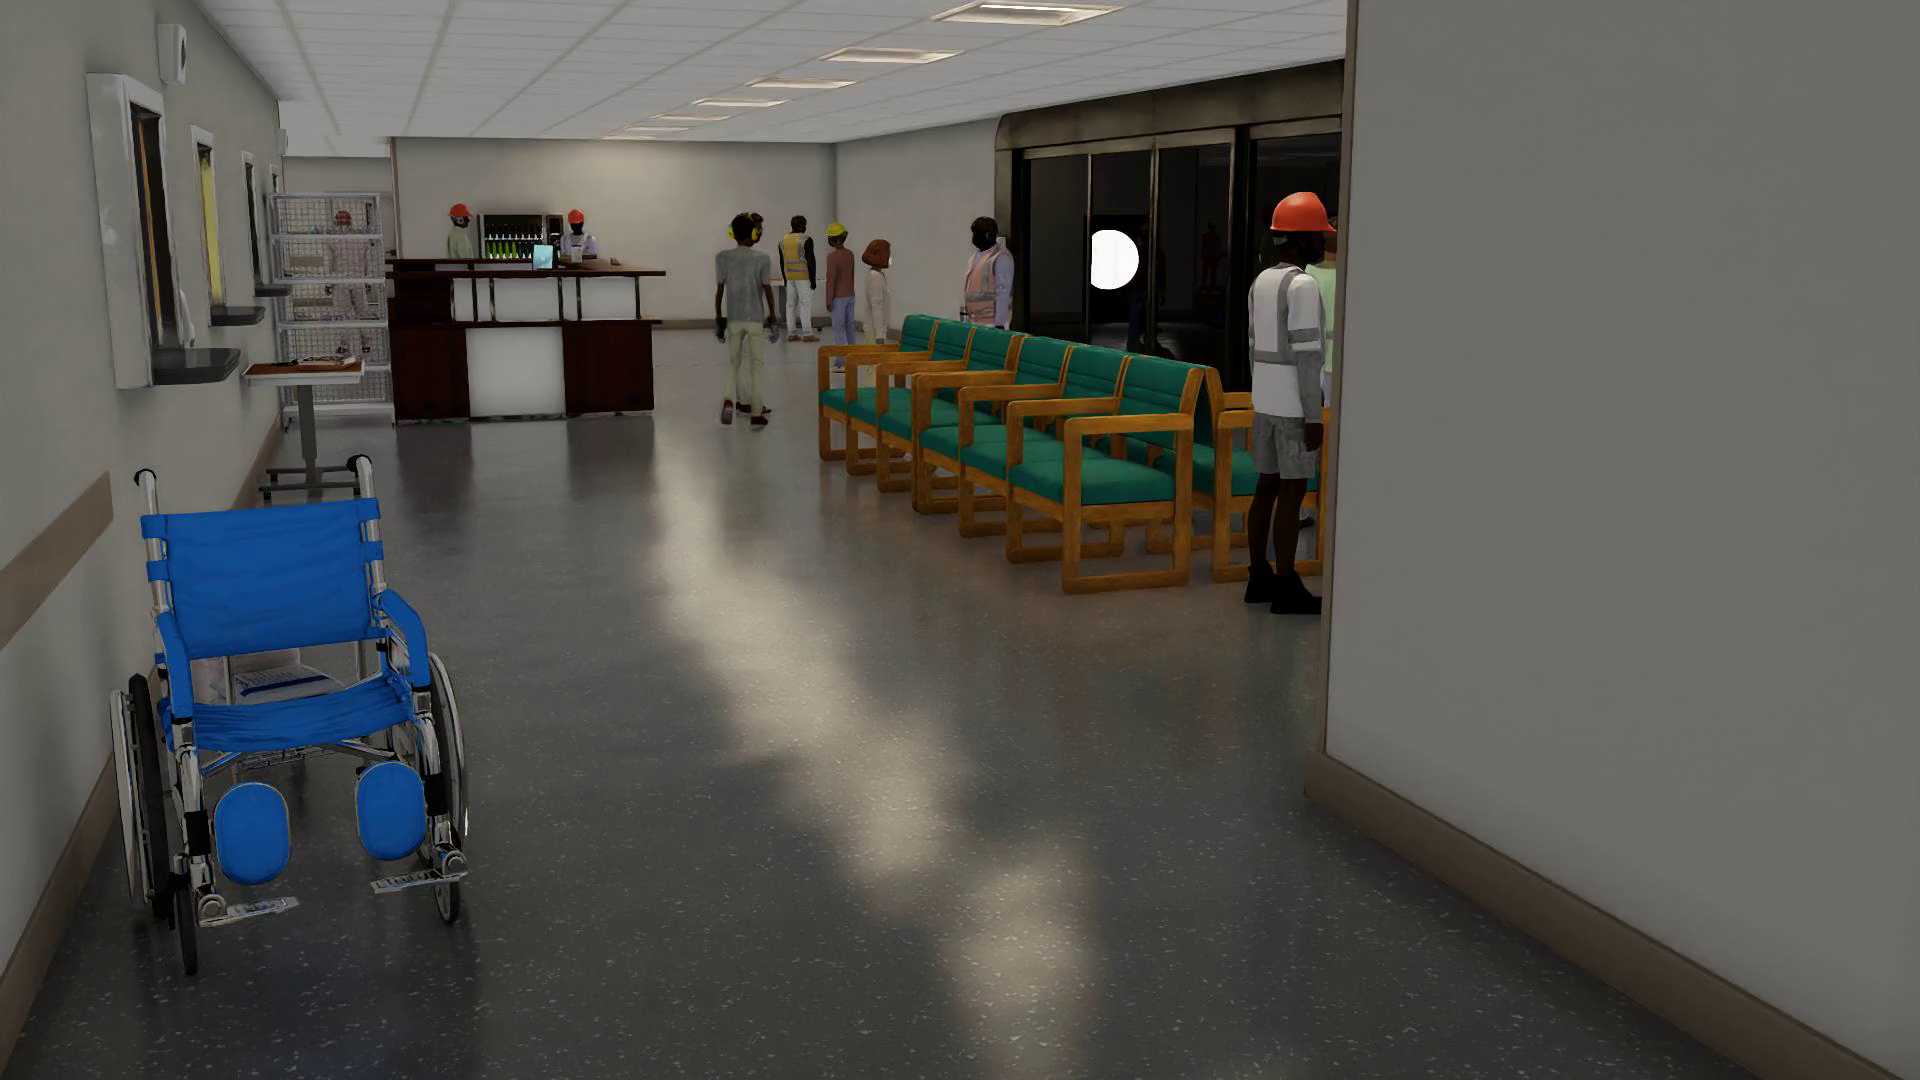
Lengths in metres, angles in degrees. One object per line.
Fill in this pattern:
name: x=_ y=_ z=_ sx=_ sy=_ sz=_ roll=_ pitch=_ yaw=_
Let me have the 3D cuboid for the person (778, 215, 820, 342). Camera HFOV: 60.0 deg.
person: x=-2.346 y=-3.827 z=24.397 sx=0.621 sy=1.845 sz=0.429 roll=7 pitch=13 yaw=34

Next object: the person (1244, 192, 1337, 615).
person: x=1.539 y=-0.626 z=7.722 sx=0.361 sy=1.939 sz=0.543 roll=-3 pitch=11 yaw=-16

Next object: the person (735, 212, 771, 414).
person: x=-1.966 y=-2.110 z=15.531 sx=0.330 sy=1.865 sz=0.518 roll=-2 pitch=11 yaw=-13

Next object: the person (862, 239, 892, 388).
person: x=-0.715 y=-1.800 z=14.529 sx=0.269 sy=1.631 sz=0.508 roll=-1 pitch=11 yaw=-5

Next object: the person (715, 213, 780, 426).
person: x=-1.846 y=-1.895 z=14.435 sx=0.551 sy=1.859 sz=0.535 roll=2 pitch=11 yaw=11

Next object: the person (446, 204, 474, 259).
person: x=-6.690 y=-3.507 z=22.360 sx=0.382 sy=1.995 sz=0.612 roll=-8 pitch=14 yaw=-36

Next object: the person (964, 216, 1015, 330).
person: x=0.251 y=-1.978 z=14.948 sx=0.431 sy=1.833 sz=0.626 roll=-6 pitch=12 yaw=-27

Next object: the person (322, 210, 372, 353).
person: x=-8.258 y=-3.475 z=22.421 sx=0.644 sy=1.907 sz=0.400 roll=-9 pitch=14 yaw=-37

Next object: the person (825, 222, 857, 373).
person: x=-1.420 y=-2.844 z=19.571 sx=0.334 sy=1.761 sz=0.529 roll=6 pitch=13 yaw=29

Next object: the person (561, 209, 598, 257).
person: x=-5.364 y=-3.678 z=23.409 sx=0.545 sy=1.929 sz=0.390 roll=2 pitch=11 yaw=11
